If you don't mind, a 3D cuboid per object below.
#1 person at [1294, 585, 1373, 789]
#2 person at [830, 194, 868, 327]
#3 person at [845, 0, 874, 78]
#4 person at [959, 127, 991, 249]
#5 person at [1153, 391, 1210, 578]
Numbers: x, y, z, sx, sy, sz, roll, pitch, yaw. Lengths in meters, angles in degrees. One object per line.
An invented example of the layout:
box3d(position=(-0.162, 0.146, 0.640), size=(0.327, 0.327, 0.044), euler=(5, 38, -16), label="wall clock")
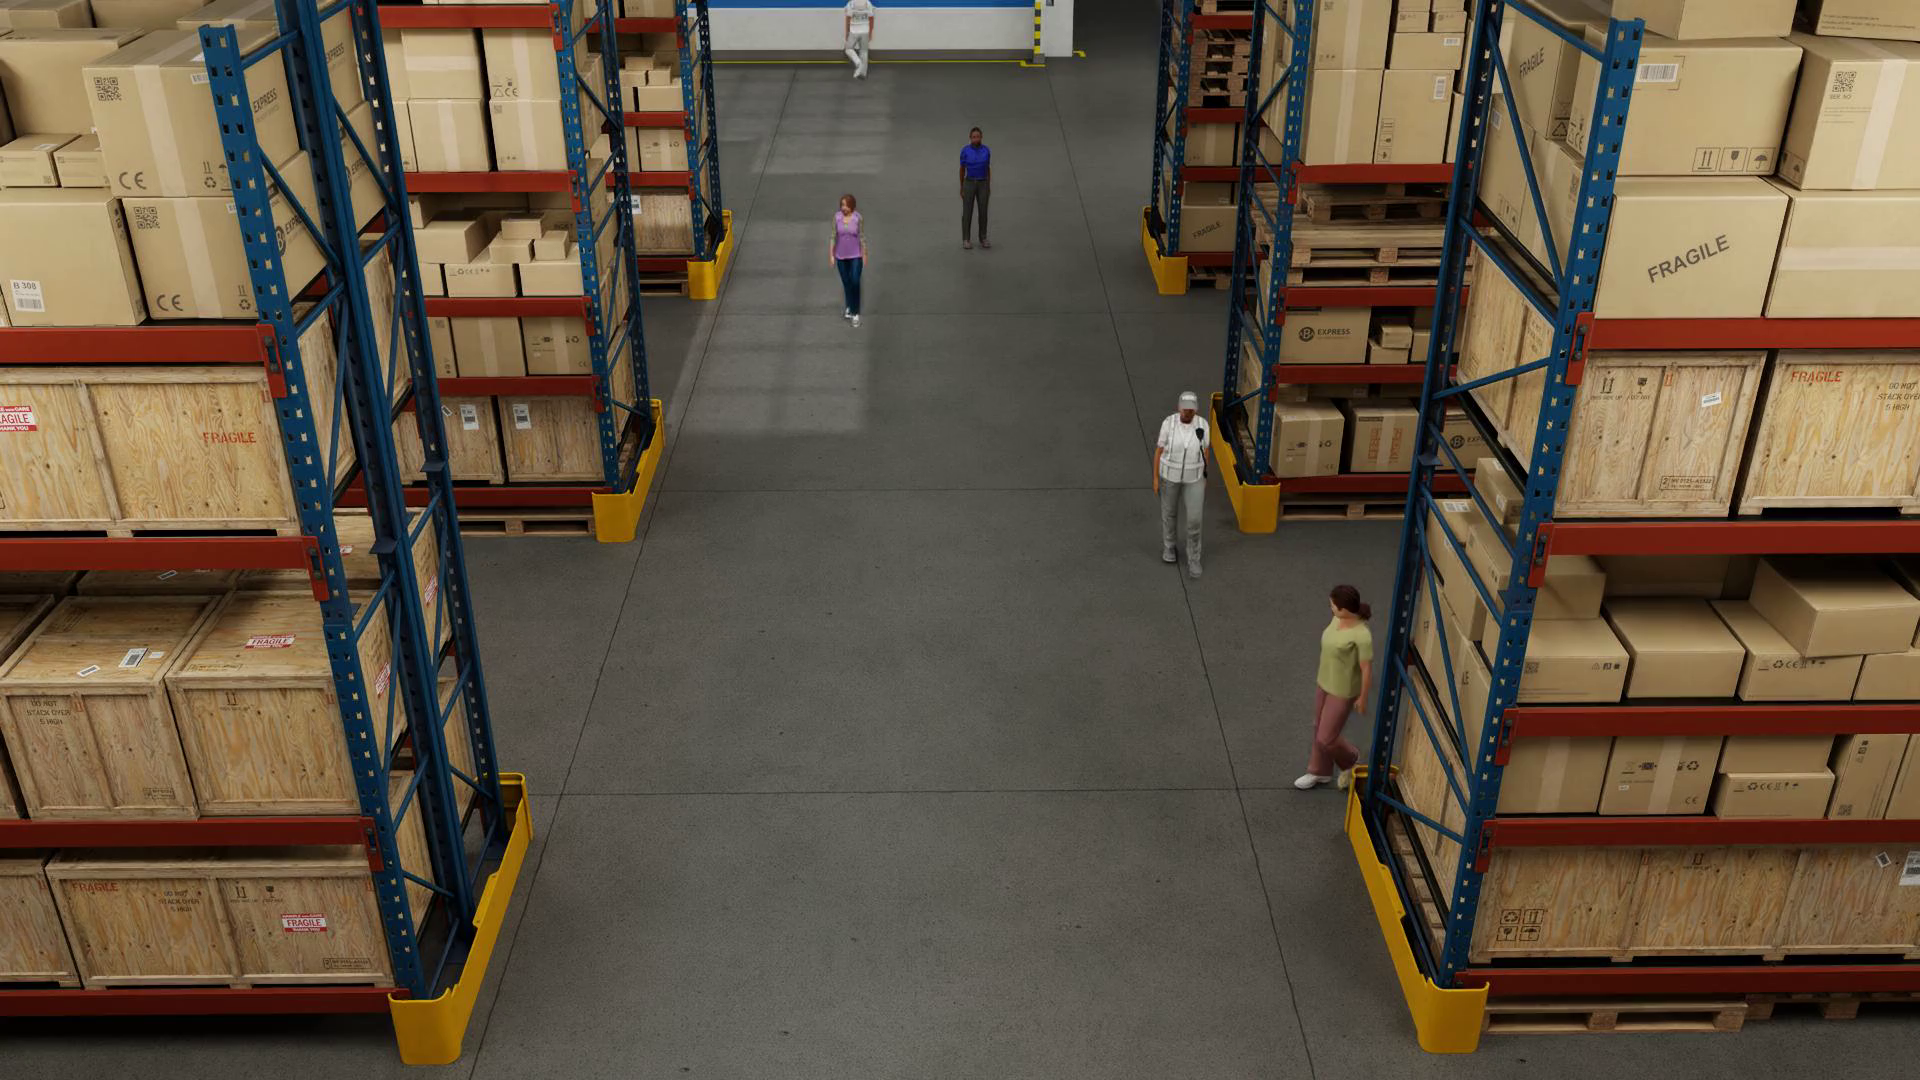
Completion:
box3d(position=(2.711, 1.076, 11.964), size=(0.463, 1.681, 0.474), euler=(-10, 30, -19), label="person")
box3d(position=(-1.385, -3.480, 20.525), size=(0.445, 1.596, 0.583), euler=(5, 29, 10), label="person")
box3d(position=(-1.958, -9.822, 32.182), size=(0.565, 1.750, 0.611), euler=(-9, 30, -17), label="person")
box3d(position=(0.224, -4.905, 23.146), size=(0.439, 1.658, 0.341), euler=(-6, 29, -11), label="person")
box3d(position=(1.988, -0.524, 14.980), size=(0.495, 1.665, 0.565), euler=(3, 28, 6), label="person")
